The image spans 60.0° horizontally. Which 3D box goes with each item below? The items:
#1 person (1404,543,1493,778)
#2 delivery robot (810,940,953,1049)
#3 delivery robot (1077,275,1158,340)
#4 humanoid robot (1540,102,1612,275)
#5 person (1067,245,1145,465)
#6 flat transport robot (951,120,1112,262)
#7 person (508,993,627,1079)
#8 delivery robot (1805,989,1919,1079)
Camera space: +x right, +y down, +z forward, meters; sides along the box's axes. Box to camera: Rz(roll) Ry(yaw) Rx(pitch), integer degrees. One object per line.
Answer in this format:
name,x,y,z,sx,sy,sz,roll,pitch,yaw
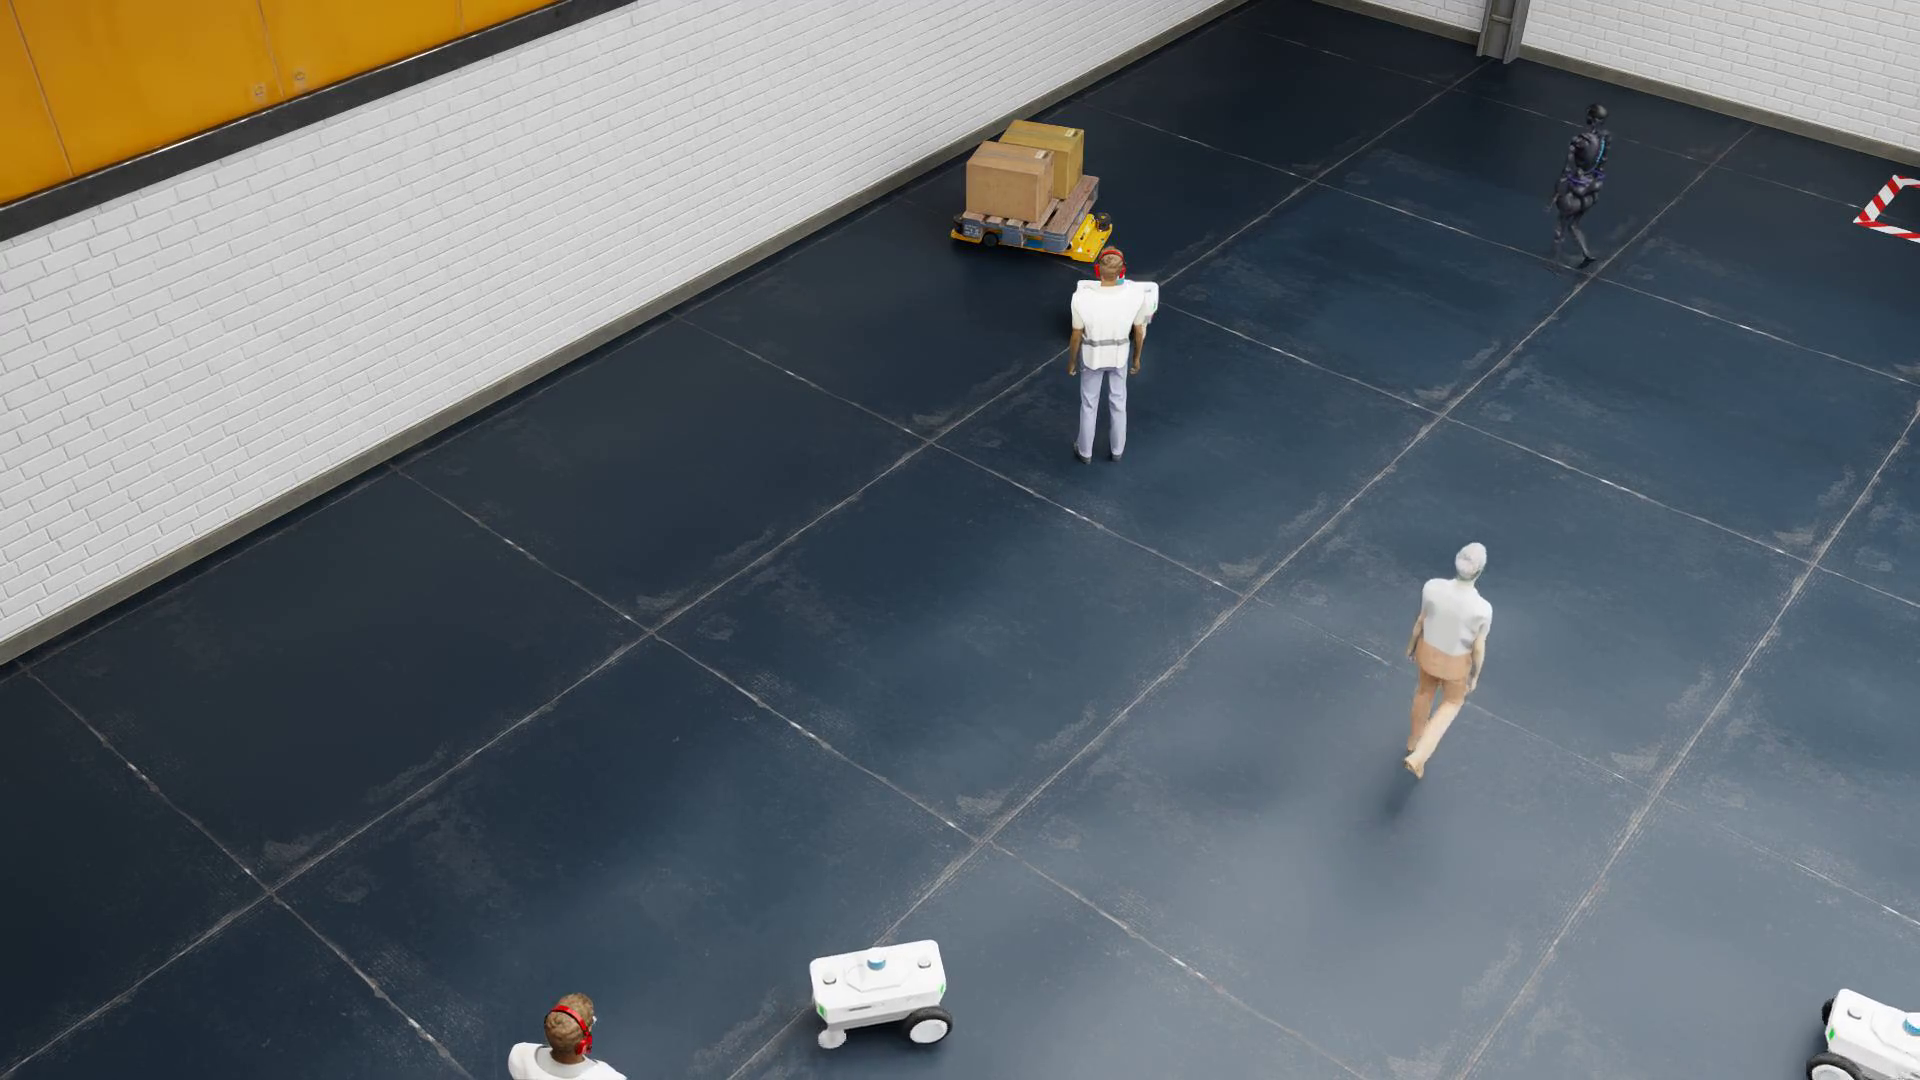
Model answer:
person,2.943,0.747,10.198,0.484,1.733,0.551,28,46,30
delivery robot,-0.441,2.429,9.028,0.759,0.575,0.499,-7,39,-9
delivery robot,1.355,-2.065,14.614,0.757,0.585,0.521,2,39,2
humanoid robot,5.639,-3.139,15.068,0.609,1.646,0.425,-20,43,-23
person,1.110,-1.381,12.746,0.571,1.840,0.376,-4,39,-4
flat transport robot,0.693,-3.013,16.026,1.431,0.231,0.659,13,41,15
person,-1.719,2.747,7.634,0.568,1.831,0.414,11,40,13
delivery robot,4.894,2.687,8.723,0.781,0.595,0.499,22,44,25
